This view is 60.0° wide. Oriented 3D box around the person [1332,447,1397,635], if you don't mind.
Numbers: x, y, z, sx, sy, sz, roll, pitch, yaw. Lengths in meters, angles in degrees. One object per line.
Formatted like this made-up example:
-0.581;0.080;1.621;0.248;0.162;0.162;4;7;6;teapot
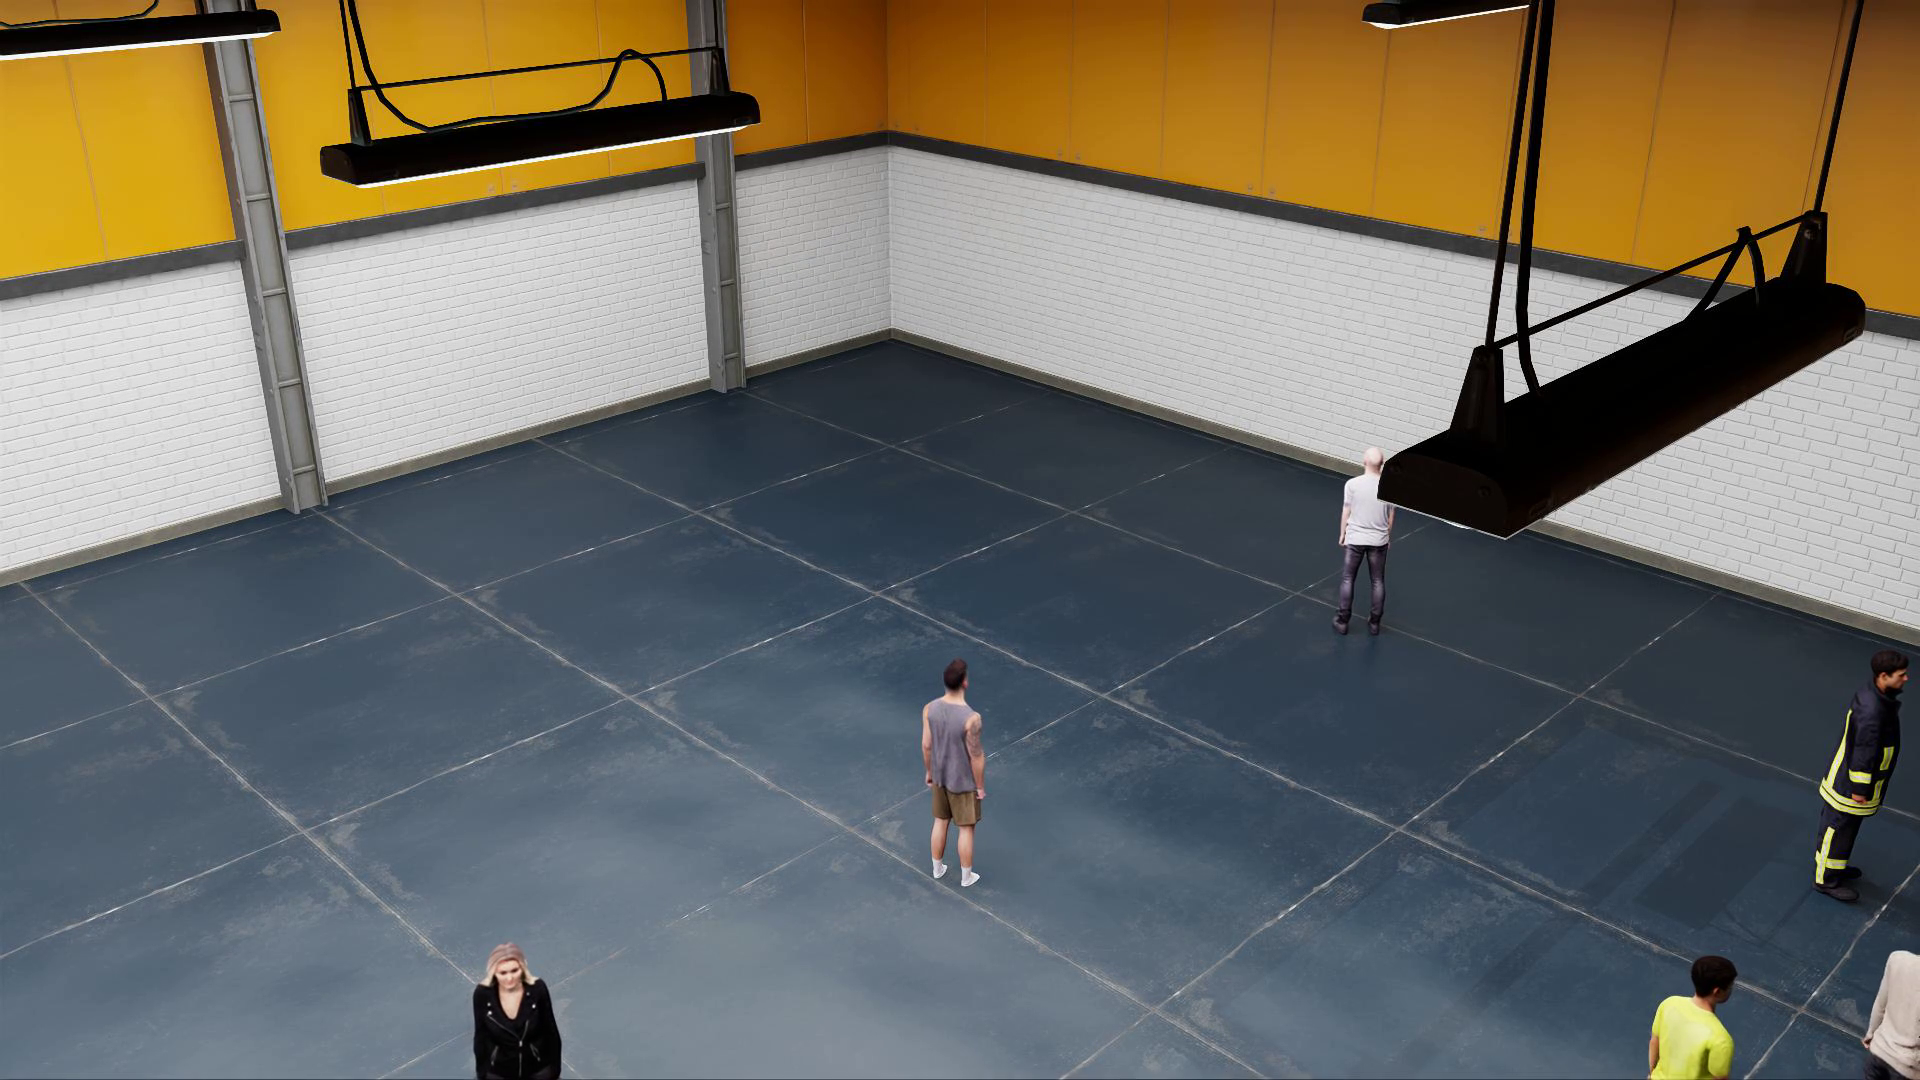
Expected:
3.818;0.009;15.644;0.740;1.829;0.789;1;24;3;person

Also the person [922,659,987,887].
-0.044;1.698;11.964;0.690;1.842;0.657;13;27;26;person

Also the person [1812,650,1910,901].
6.376;1.629;11.814;0.902;1.928;0.699;13;27;28;person

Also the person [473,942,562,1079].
-2.434;2.915;9.178;0.655;1.682;0.758;-5;24;-10;person

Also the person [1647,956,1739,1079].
3.912;2.984;8.991;0.628;1.706;0.677;-12;26;-25;person
